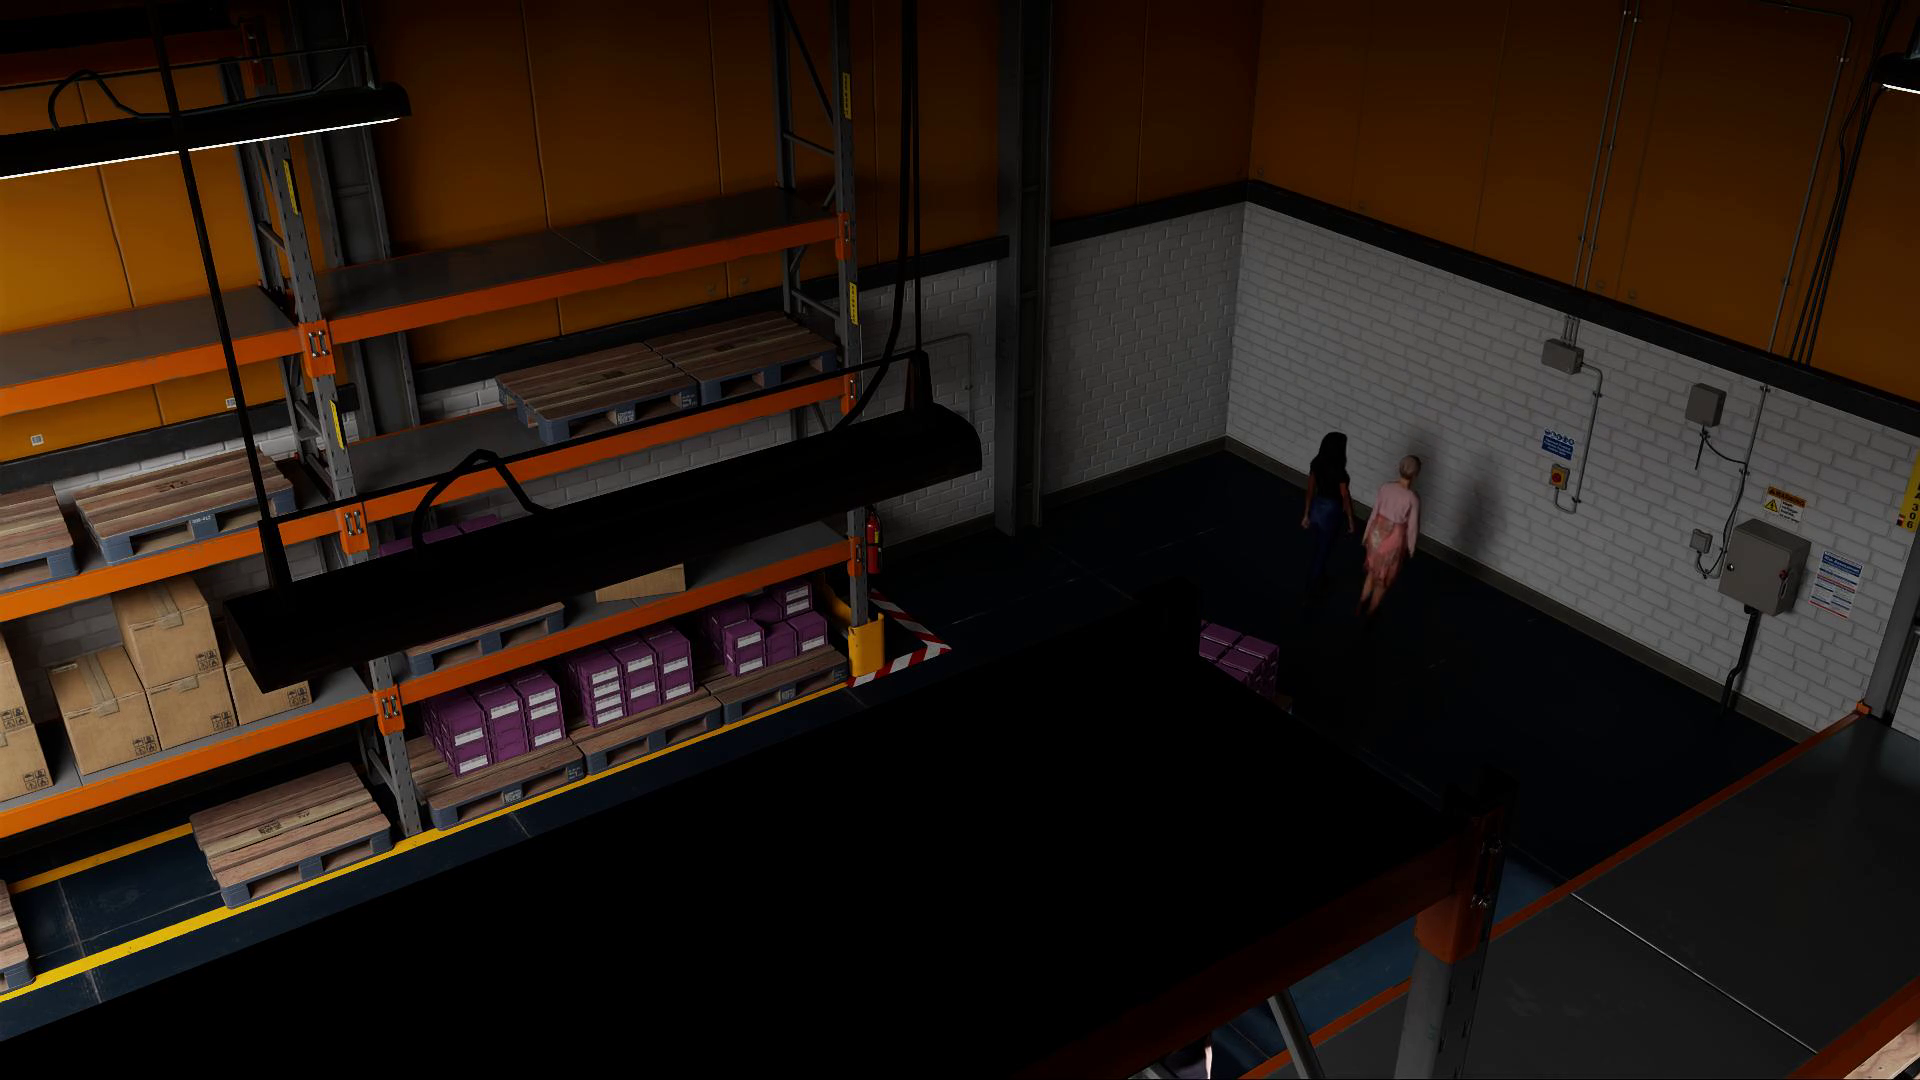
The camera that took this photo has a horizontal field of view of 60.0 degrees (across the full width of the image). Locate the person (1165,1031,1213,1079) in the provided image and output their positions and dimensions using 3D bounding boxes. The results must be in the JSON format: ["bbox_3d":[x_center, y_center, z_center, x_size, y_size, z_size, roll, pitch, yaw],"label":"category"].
[{"bbox_3d":[1.203,3.008,9.295,0.558,1.746,0.710,-8,30,-15],"label":"person"}]

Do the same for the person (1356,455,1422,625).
[{"bbox_3d":[3.766,0.060,14.776,0.701,1.672,0.741,22,35,34],"label":"person"}]

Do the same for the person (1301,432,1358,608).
[{"bbox_3d":[3.266,-0.150,15.108,0.752,1.724,0.562,-18,34,-30],"label":"person"}]
